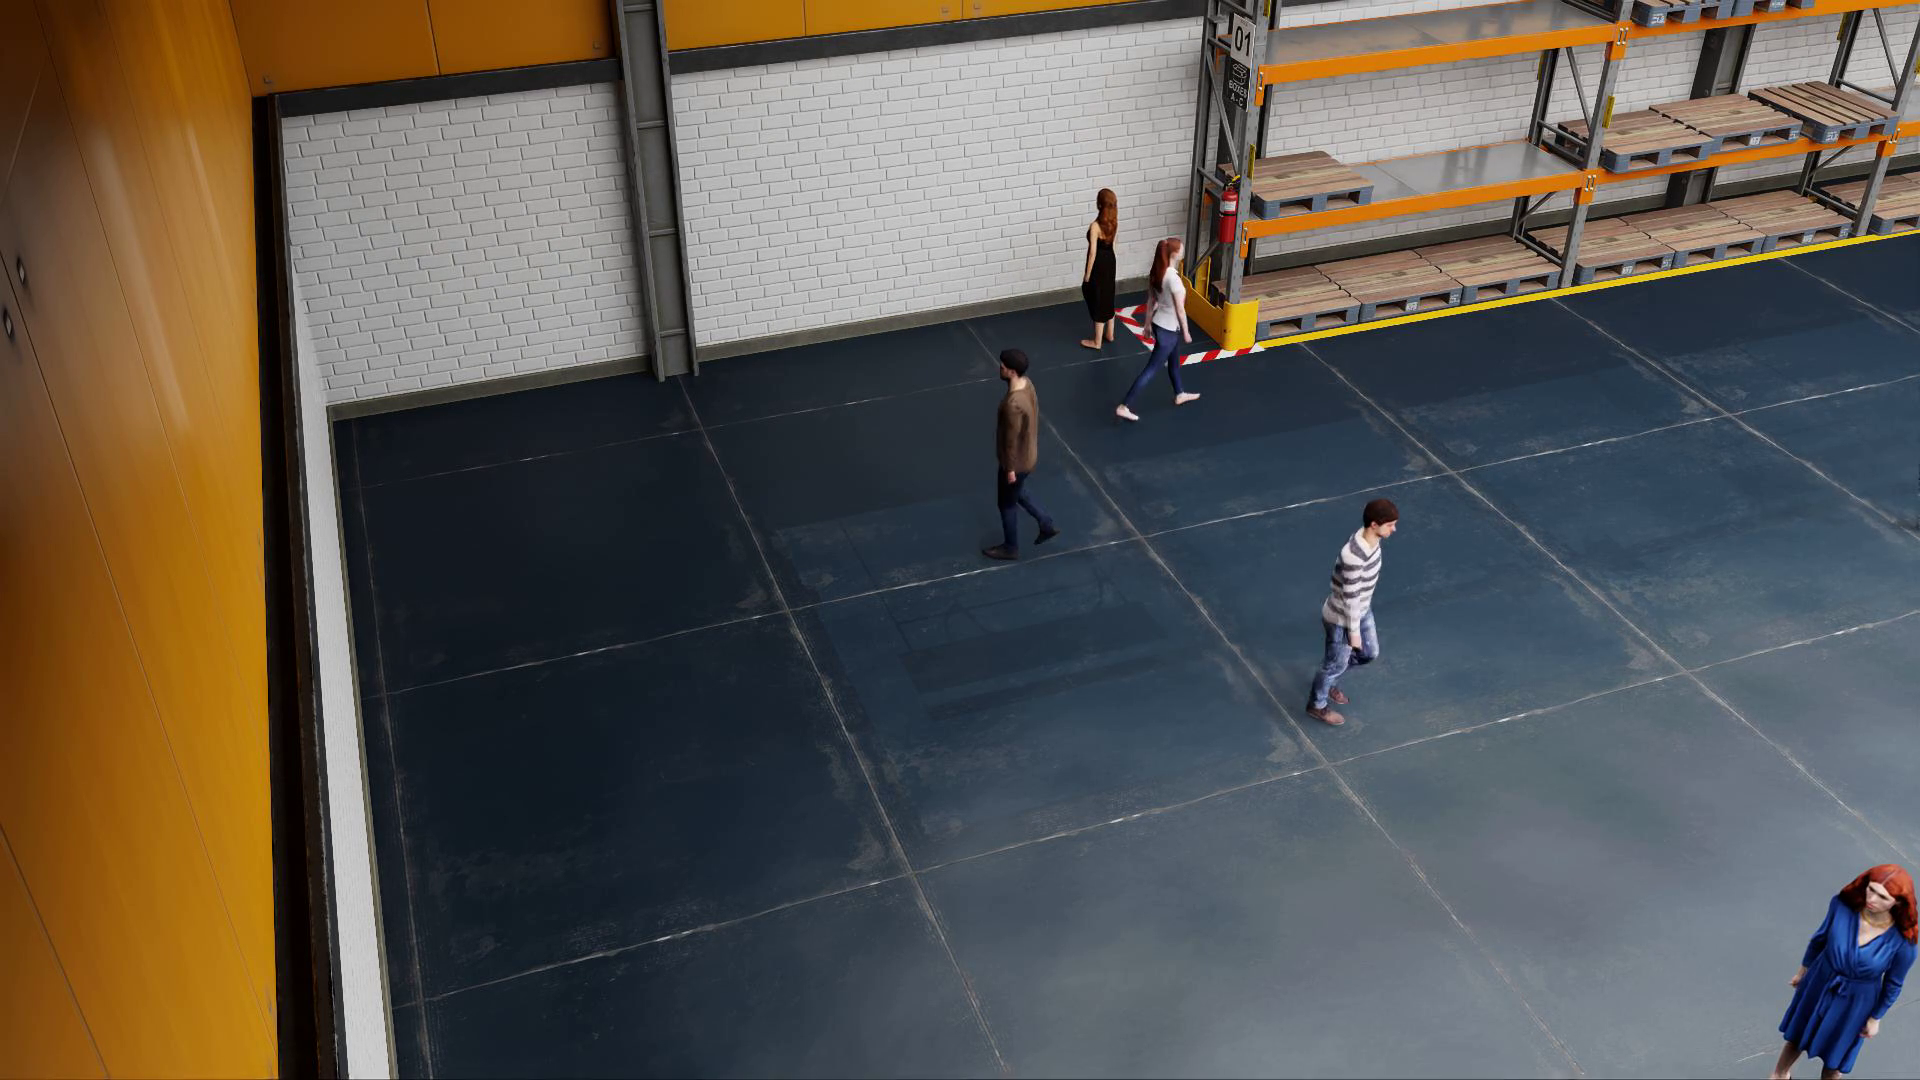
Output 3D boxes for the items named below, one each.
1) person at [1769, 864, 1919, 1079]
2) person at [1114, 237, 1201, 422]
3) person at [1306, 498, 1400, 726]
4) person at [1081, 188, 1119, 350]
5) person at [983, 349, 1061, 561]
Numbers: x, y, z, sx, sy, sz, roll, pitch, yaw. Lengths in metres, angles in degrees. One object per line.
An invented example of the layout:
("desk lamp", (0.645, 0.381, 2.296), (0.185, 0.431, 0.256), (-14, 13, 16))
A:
("person", (4.496, 2.336, 8.486), (0.655, 1.828, 0.673), (-21, 39, -28))
("person", (1.750, -1.839, 14.885), (1.162, 1.698, 0.576), (-13, 36, -19))
("person", (2.525, 0.473, 11.298), (0.855, 1.819, 0.780), (20, 39, 27))
("person", (1.376, -2.638, 16.154), (0.735, 1.624, 0.642), (26, 42, 33))
("person", (0.520, -0.639, 12.924), (0.979, 1.870, 0.887), (7, 34, 11))
